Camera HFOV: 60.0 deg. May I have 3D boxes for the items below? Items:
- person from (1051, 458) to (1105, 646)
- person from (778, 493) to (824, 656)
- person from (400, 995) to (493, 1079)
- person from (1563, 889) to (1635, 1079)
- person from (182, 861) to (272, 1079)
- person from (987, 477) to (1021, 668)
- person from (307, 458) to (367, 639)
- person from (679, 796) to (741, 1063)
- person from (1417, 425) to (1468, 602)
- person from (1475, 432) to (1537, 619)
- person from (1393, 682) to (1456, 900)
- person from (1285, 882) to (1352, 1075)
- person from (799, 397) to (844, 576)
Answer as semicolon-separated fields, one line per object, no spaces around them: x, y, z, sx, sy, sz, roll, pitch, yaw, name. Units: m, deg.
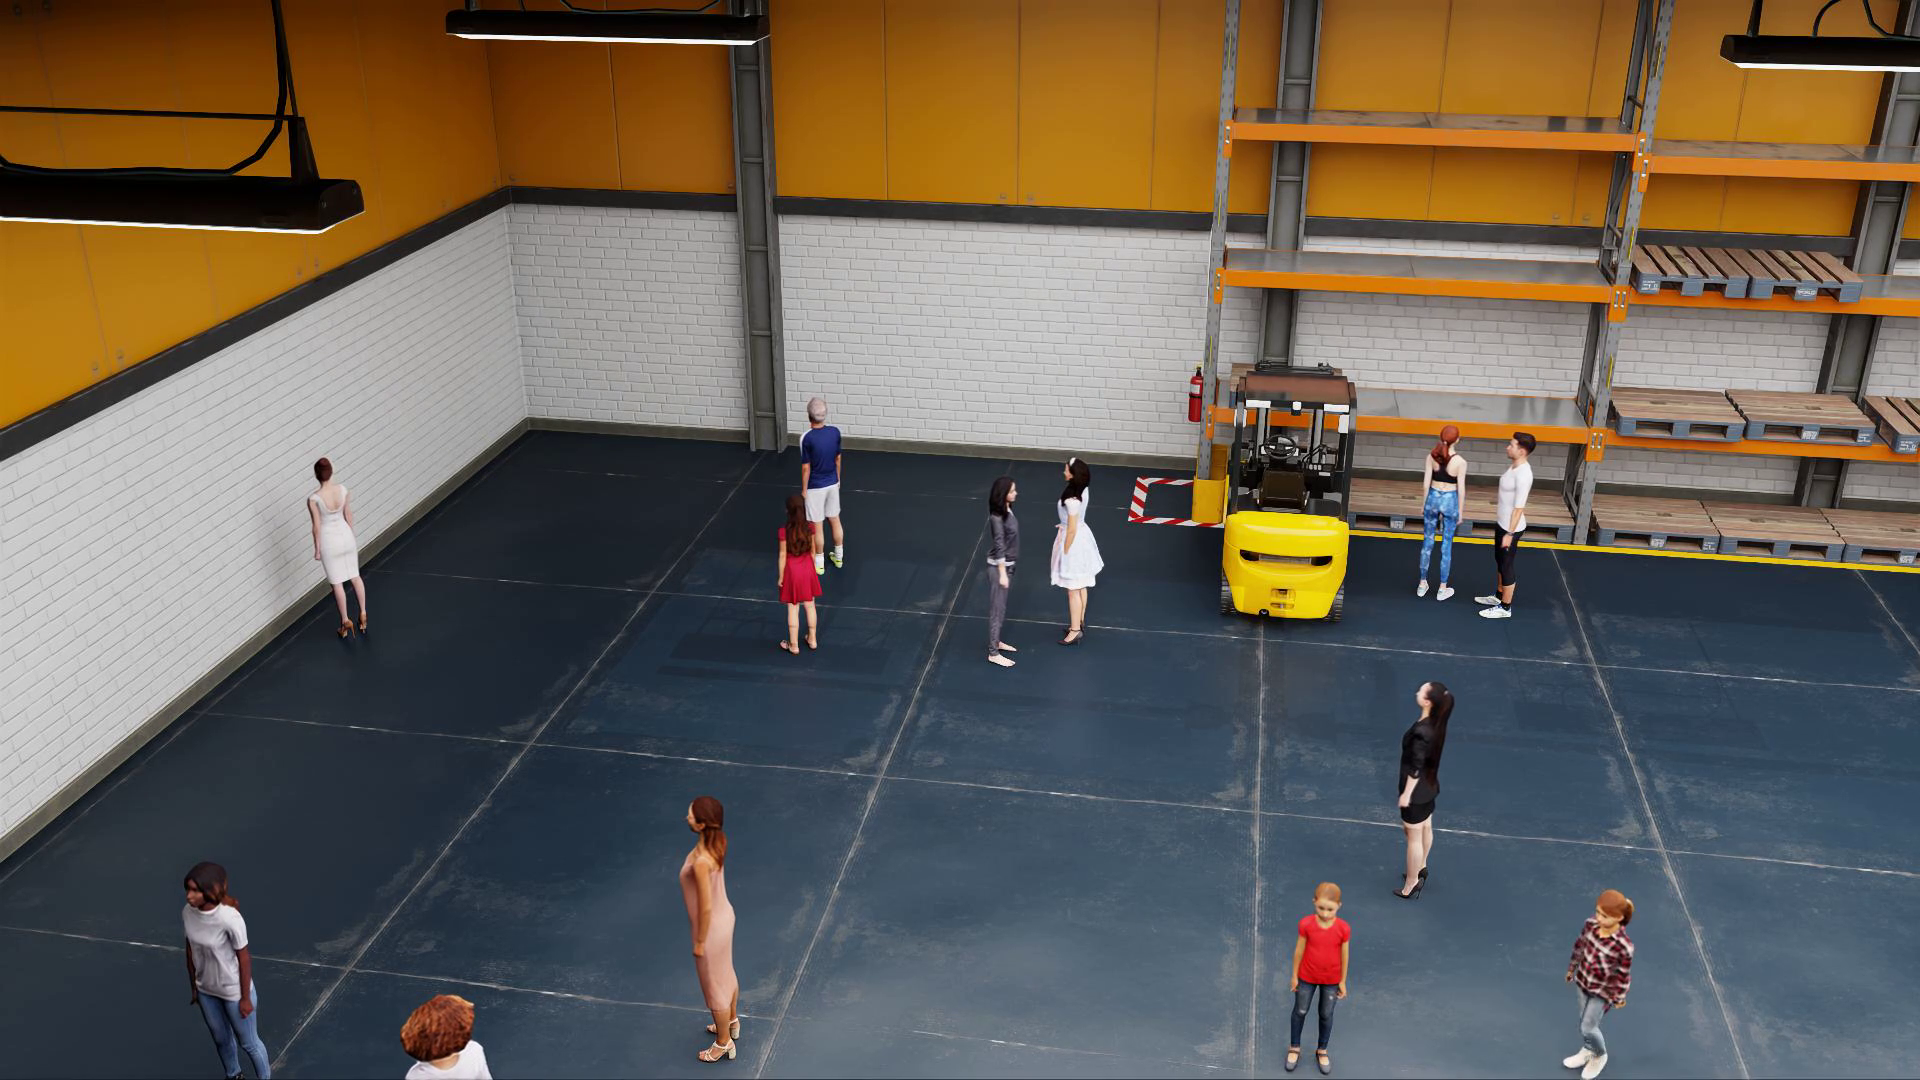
1.051;0.104;15.273;0.756;1.819;0.733;8;25;17;person
-1.476;0.292;15.177;0.680;1.551;0.739;-14;27;-29;person
-2.609;3.088;8.582;0.755;1.711;0.789;-21;31;-40;person
3.918;2.661;10.077;0.646;1.296;0.615;-9;25;-20;person
-4.266;2.612;9.660;0.515;1.719;0.676;8;25;18;person
0.367;0.253;15.000;0.511;1.765;0.598;3;24;7;person
-5.769;0.066;15.400;0.642;1.787;0.630;20;31;38;person
-1.501;2.352;10.114;0.514;1.832;0.601;2;24;5;person
4.687;-0.277;16.187;0.629;1.784;0.718;14;27;29;person
5.238;-0.155;15.826;0.540;1.851;0.658;4;24;9;person
3.240;1.743;11.676;0.669;1.697;0.671;15;28;31;person
2.181;2.640;10.107;0.426;1.311;0.534;4;24;9;person
-1.394;-0.556;16.760;0.718;1.838;0.766;-18;29;-35;person
